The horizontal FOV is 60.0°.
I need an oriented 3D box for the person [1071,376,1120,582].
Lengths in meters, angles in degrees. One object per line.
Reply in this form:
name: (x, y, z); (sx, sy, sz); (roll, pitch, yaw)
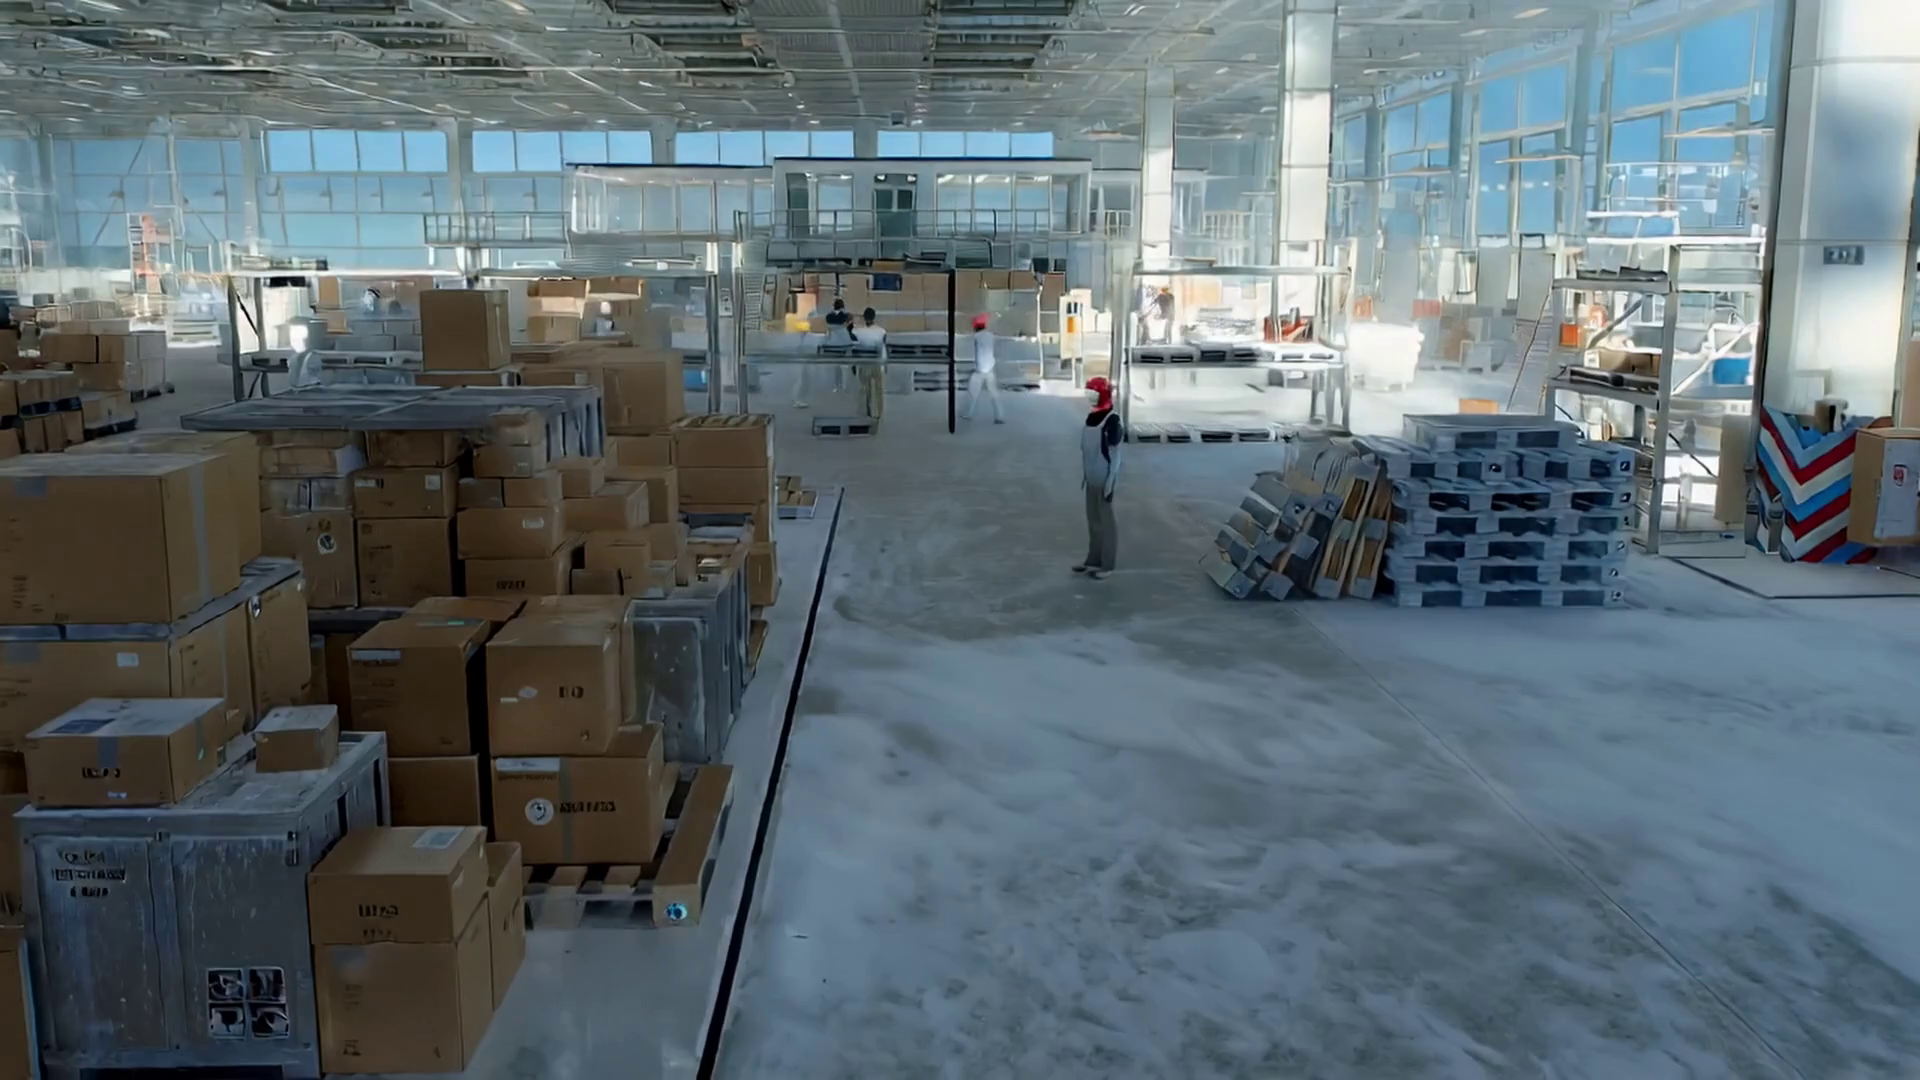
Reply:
person: (1.239, -0.548, 14.915); (0.345, 1.846, 0.507); (-5, 11, -24)

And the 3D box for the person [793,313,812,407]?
person: (-2.901, -3.285, 30.491); (0.405, 1.732, 0.484); (-2, 10, -9)

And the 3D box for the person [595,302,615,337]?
person: (-7.126, -3.901, 33.664); (0.549, 1.816, 0.966); (4, 11, 22)

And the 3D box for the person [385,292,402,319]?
person: (-15.043, -5.714, 44.110); (0.909, 1.710, 0.514); (6, 12, 30)

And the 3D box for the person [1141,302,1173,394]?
person: (3.939, -3.827, 33.243); (0.641, 1.826, 0.445); (0, 10, 2)

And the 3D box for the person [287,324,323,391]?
person: (-8.653, -1.872, 21.953); (0.618, 1.963, 0.361); (7, 12, 35)

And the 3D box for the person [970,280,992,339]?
person: (0.726, -7.185, 51.865); (1.034, 1.852, 0.660); (-7, 12, -35)

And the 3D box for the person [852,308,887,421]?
person: (-1.529, -2.966, 28.184); (0.590, 1.919, 0.394); (-2, 10, -9)

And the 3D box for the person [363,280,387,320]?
person: (-15.232, -5.770, 43.466); (0.535, 2.000, 0.674); (2, 10, 9)

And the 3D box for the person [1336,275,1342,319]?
person: (14.761, -9.634, 65.110); (0.375, 1.997, 0.612); (0, 10, 0)

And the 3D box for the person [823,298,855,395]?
person: (-2.403, -3.823, 32.980); (0.644, 1.916, 0.701); (0, 10, 1)

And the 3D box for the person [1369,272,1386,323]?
person: (15.003, -8.638, 59.696); (0.614, 1.946, 0.389); (6, 12, 32)

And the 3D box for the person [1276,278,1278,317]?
person: (13.019, -9.978, 67.463); (0.622, 1.844, 0.429); (-1, 10, -6)

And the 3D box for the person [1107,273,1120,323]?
person: (5.345, -8.607, 59.672); (0.963, 1.887, 0.576); (-1, 10, -7)

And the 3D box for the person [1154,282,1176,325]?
person: (5.588, -6.056, 45.366); (0.630, 1.942, 0.385); (-3, 11, -18)

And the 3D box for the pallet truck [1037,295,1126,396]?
pallet truck: (2.483, -3.881, 33.060); (1.885, 1.965, 0.823); (-7, 13, -36)

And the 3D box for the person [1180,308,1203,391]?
person: (4.768, -3.914, 34.090); (0.536, 1.687, 0.478); (9, 13, 40)

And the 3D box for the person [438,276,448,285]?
person: (-18.815, -8.814, 60.924); (0.581, 1.863, 0.710); (2, 10, 10)

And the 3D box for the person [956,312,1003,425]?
person: (0.345, -2.857, 27.709); (0.968, 1.859, 0.647); (10, 14, 43)
